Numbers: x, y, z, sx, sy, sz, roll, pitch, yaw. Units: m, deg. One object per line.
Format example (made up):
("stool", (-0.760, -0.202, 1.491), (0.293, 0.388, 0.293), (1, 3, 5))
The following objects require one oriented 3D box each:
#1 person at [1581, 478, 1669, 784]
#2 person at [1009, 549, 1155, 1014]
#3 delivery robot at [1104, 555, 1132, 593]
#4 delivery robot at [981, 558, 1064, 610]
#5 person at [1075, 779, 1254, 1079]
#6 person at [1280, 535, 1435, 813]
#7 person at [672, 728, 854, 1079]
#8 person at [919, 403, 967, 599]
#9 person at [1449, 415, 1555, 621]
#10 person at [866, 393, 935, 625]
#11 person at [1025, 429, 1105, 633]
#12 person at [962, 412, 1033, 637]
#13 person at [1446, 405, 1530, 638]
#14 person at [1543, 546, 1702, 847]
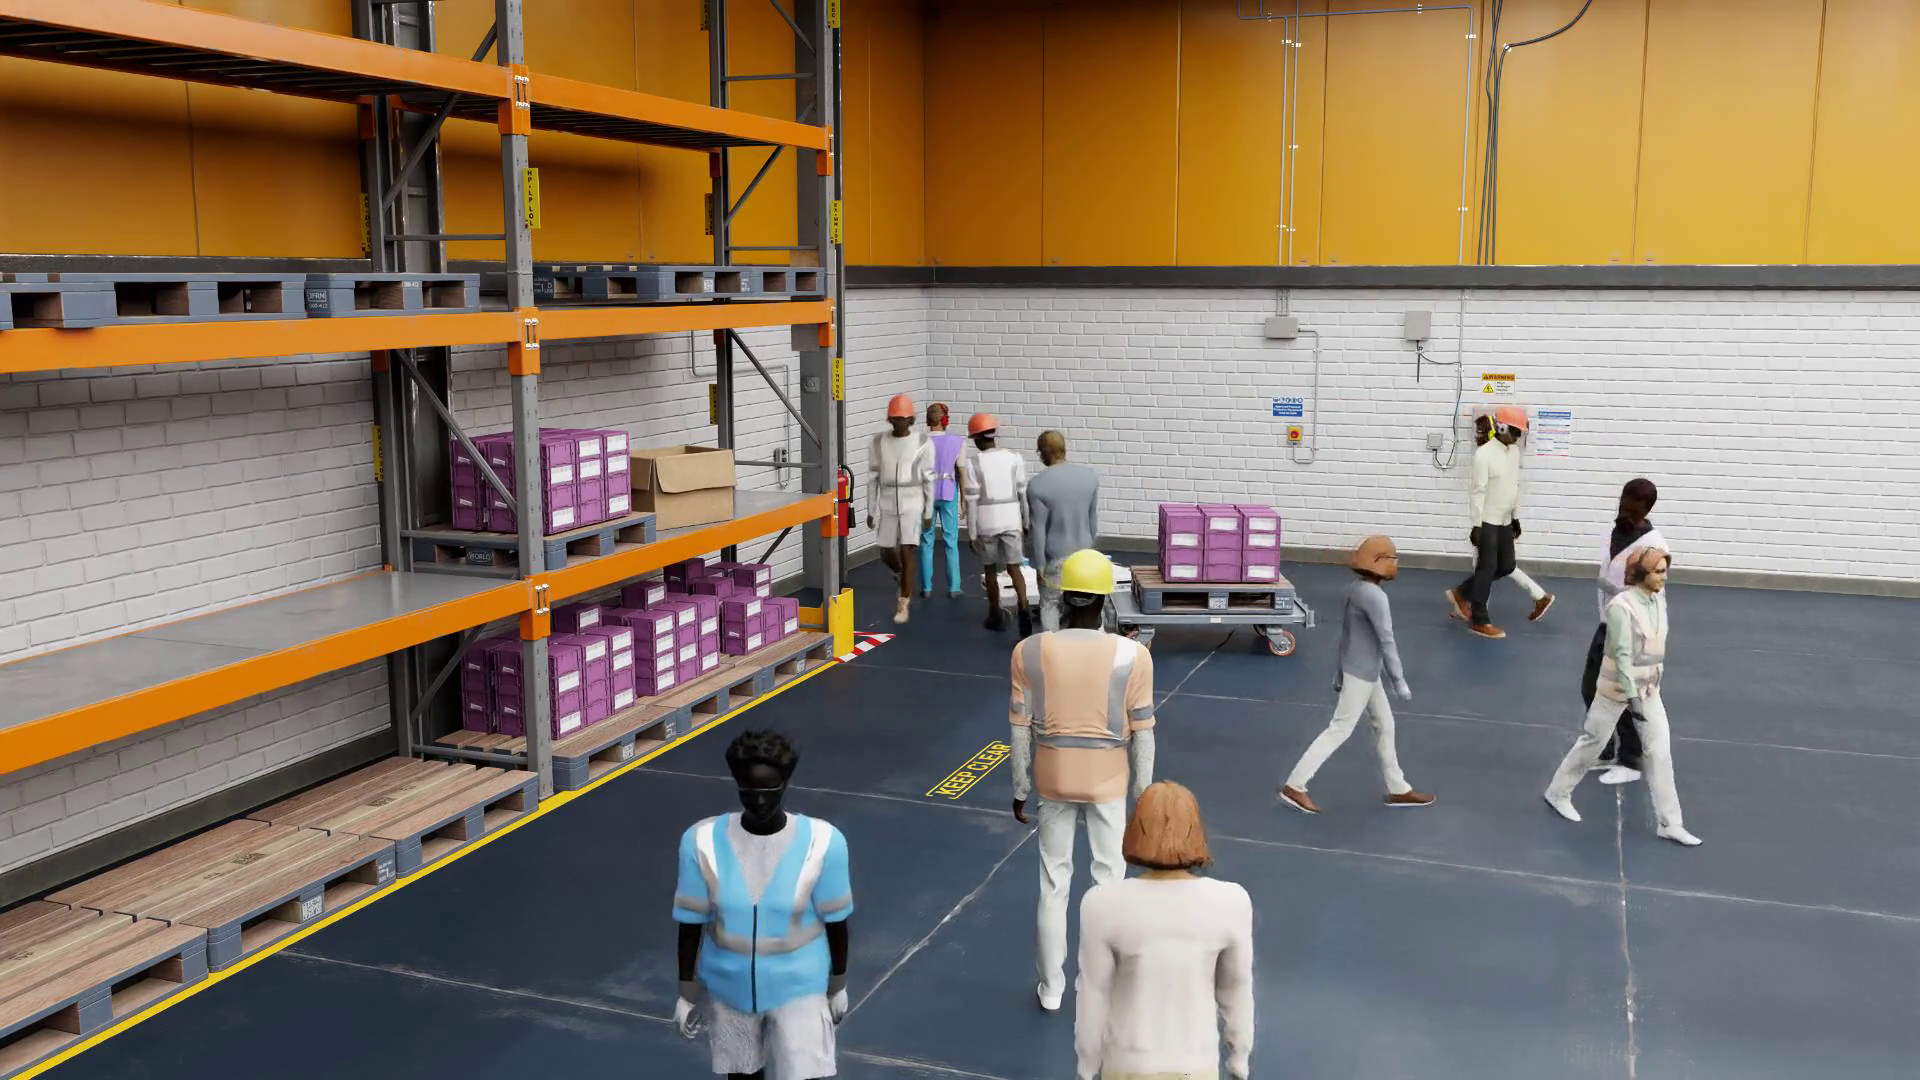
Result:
("person", (3.926, 0.559, 9.808), (0.440, 1.846, 0.680), (-2, 9, -10))
("person", (0.501, 0.993, 6.835), (0.592, 1.925, 0.385), (2, 9, 11))
("delivery robot", (1.288, 0.379, 14.696), (0.707, 0.478, 0.477), (-3, 9, -18))
("delivery robot", (0.549, 0.404, 14.534), (0.707, 0.478, 0.477), (-2, 9, -12))
("person", (0.582, 1.494, 4.670), (0.510, 1.619, 0.549), (-1, 9, -4))
("person", (2.246, 0.755, 9.374), (0.881, 1.588, 0.496), (1, 9, 4))
("person", (-0.604, 1.388, 5.111), (0.543, 1.684, 0.383), (1, 9, 5))
("person", (-0.215, -0.357, 15.583), (0.565, 1.841, 0.396), (1, 9, 6))
("person", (4.761, -0.177, 14.503), (0.800, 1.837, 0.541), (2, 9, 12))
("person", (-0.508, -0.304, 14.716), (0.631, 2.018, 0.788), (2, 9, 12))
("person", (0.813, 0.126, 12.403), (0.655, 1.898, 0.914), (-4, 10, -24))
("person", (0.343, -0.110, 13.885), (0.632, 1.891, 0.794), (-3, 9, -17))
("person", (4.466, -0.172, 14.060), (0.625, 1.960, 0.686), (9, 13, 44))
("person", (3.601, 0.809, 9.034), (0.503, 1.595, 0.862), (-6, 11, -32))
